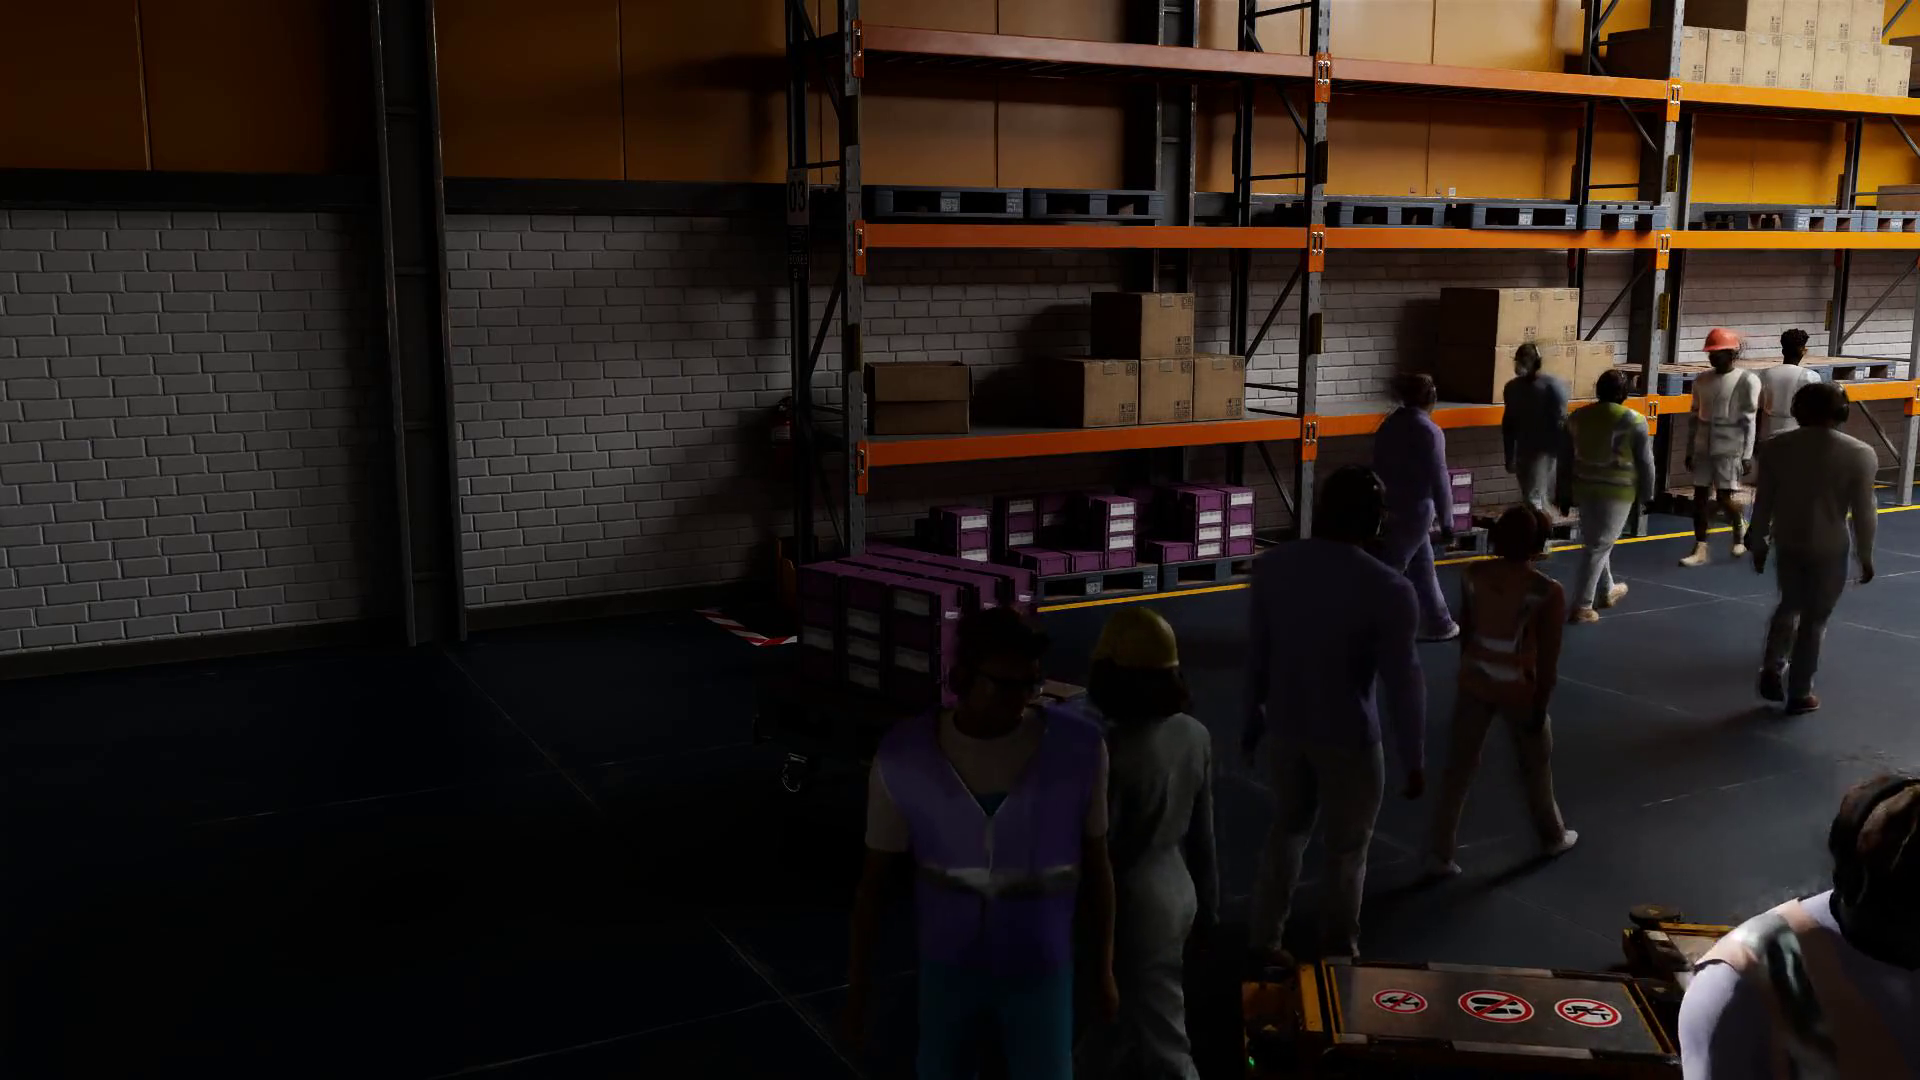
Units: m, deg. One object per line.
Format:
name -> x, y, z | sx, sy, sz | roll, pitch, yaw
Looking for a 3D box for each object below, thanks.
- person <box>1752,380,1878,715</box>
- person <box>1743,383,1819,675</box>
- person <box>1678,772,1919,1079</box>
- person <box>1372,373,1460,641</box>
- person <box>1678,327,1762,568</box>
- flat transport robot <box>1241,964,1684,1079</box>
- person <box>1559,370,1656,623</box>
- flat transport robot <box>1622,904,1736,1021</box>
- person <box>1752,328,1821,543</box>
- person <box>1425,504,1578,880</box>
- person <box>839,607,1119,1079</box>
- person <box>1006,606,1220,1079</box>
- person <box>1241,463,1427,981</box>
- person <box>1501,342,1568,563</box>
person -> 4.868, 0.053, 9.473 | 0.438, 1.922, 0.641 | -8, 12, -37
person -> 5.363, -0.097, 10.604 | 0.930, 1.836, 0.521 | -7, 12, -36
person -> 1.523, 1.283, 2.743 | 0.661, 1.794, 0.941 | 0, 10, -1
person -> 2.998, -0.184, 11.097 | 1.033, 1.841, 0.656 | -2, 10, -11
person -> 6.382, -0.771, 13.926 | 0.610, 2.026, 0.637 | -6, 12, -32
flat transport robot -> 1.641, 1.592, 5.369 | 1.431, 0.197, 0.652 | 1, 10, 8
person -> 4.686, -0.325, 12.016 | 0.964, 1.794, 0.622 | -7, 12, -36
flat transport robot -> 2.702, 1.571, 5.486 | 0.652, 0.197, 1.431 | 1, 10, 8
person -> 7.380, -0.906, 14.871 | 0.367, 1.967, 0.603 | -8, 13, -39
person -> 2.305, 0.641, 7.050 | 0.878, 1.591, 0.527 | -9, 13, -41
person -> 0.049, 1.043, 4.044 | 0.679, 1.825, 0.426 | 1, 10, 4
person -> 0.421, 1.015, 4.553 | 0.873, 1.693, 0.508 | 8, 13, 39
person -> 1.293, 0.689, 5.788 | 0.428, 1.927, 0.683 | -10, 14, -44
person -> 4.721, -0.687, 13.850 | 0.755, 1.900, 0.656 | -4, 11, -24
